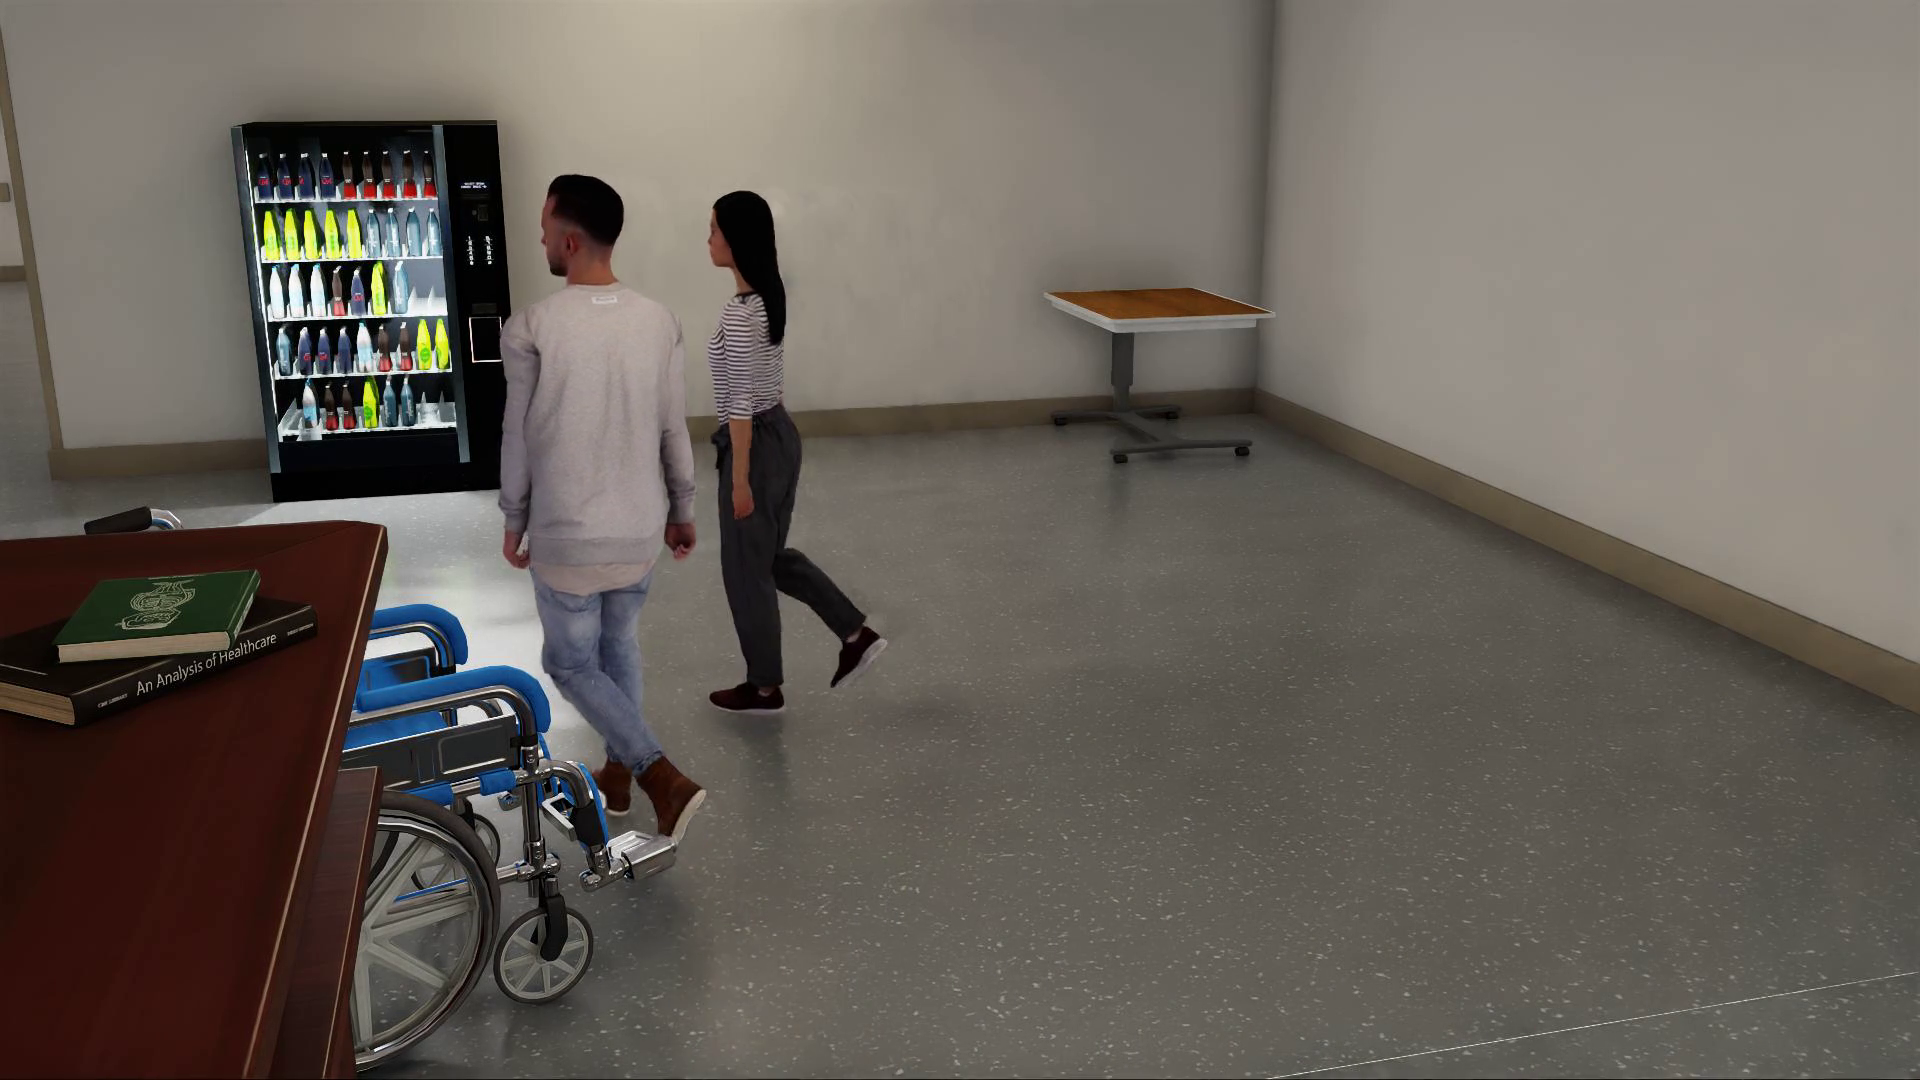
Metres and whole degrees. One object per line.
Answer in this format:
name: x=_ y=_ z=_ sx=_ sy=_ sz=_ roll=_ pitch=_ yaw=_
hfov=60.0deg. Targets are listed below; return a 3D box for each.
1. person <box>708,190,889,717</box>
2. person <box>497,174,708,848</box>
person: x=-0.551 y=-0.244 z=5.354 sx=0.954 sy=1.722 sz=0.835 roll=2 pitch=16 yaw=6
person: x=-0.932 y=-0.016 z=4.376 sx=1.106 sy=1.815 sz=1.027 roll=-12 pitch=20 yaw=-37
